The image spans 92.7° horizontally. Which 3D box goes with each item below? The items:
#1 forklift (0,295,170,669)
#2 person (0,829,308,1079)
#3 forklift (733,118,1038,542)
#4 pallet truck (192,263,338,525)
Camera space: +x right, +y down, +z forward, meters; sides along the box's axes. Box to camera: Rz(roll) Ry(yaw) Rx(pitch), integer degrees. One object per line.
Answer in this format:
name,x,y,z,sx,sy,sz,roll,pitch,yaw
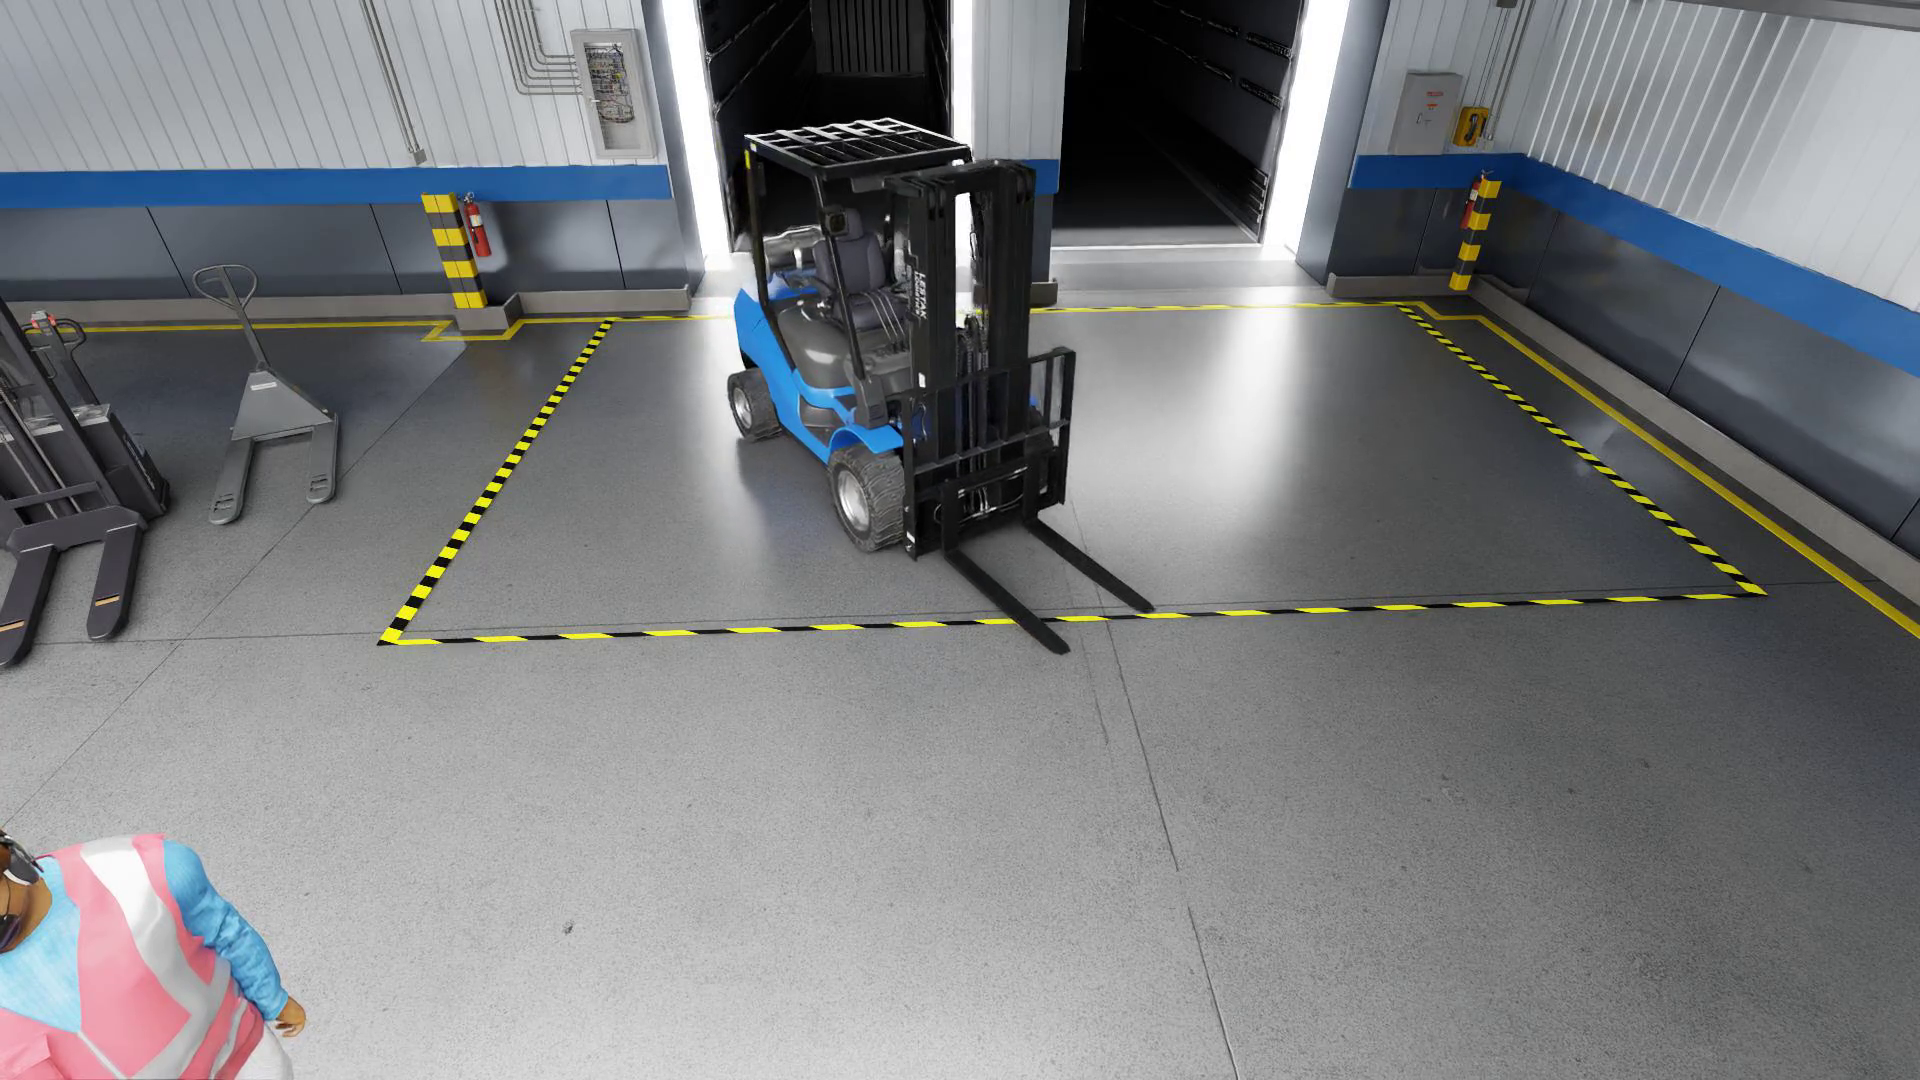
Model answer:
forklift,-5.212,-0.618,4.878,0.823,1.965,1.885,-20,39,-26
person,-1.962,1.318,2.231,0.429,1.842,0.632,24,42,31
forklift,-0.546,-1.494,5.825,1.157,2.036,2.680,-21,40,-27
pallet truck,-4.778,-1.027,6.128,0.680,1.201,1.601,-17,38,-23
